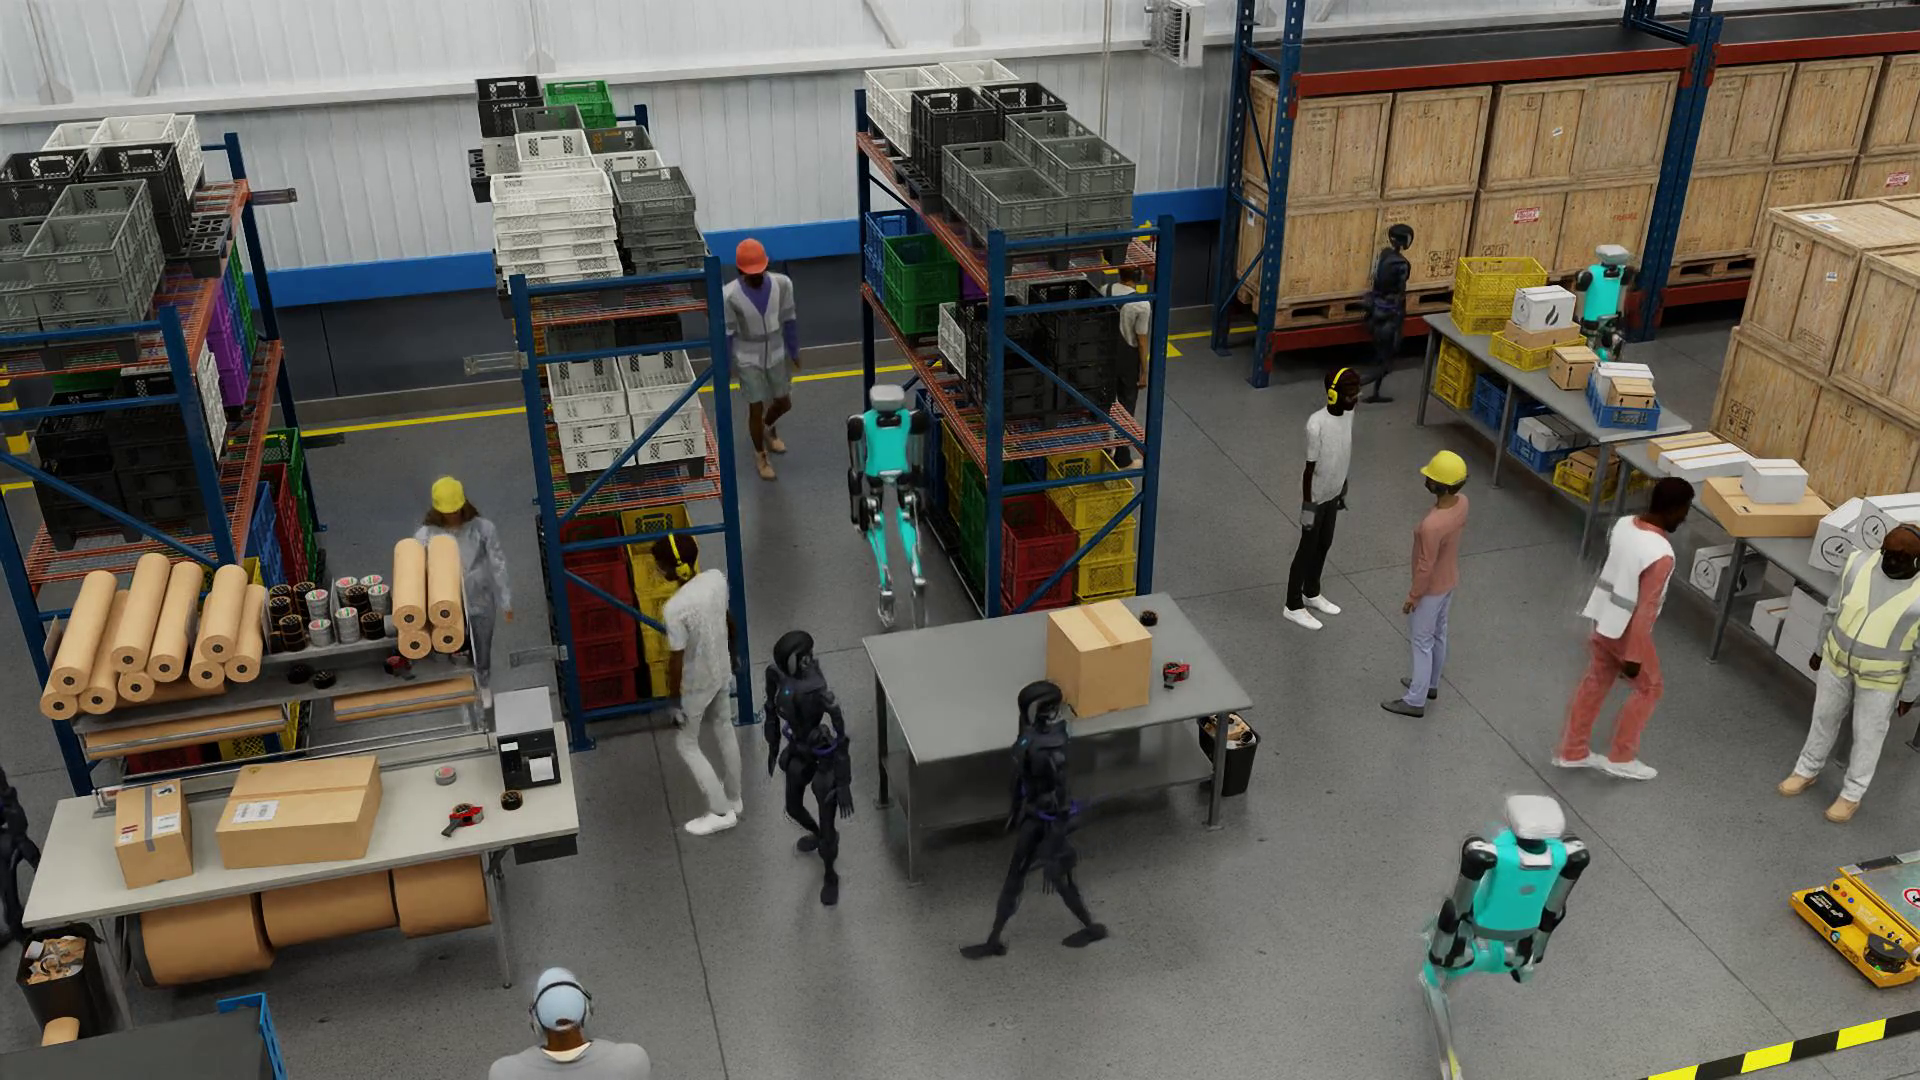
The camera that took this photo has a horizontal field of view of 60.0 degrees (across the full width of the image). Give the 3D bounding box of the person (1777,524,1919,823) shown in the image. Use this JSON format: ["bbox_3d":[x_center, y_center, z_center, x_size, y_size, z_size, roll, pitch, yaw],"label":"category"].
[{"bbox_3d":[5.027,0.722,9.230,0.429,1.834,0.631,-17,33,-28],"label":"person"}]

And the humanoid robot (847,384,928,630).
[{"bbox_3d":[-0.386,-0.048,10.736,0.547,1.766,0.947,-8,30,-14],"label":"humanoid robot"}]

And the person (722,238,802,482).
[{"bbox_3d":[-1.567,-1.438,12.977,0.646,2.012,0.669,-13,31,-22],"label":"person"}]

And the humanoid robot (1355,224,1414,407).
[{"bbox_3d":[3.563,-1.909,14.185,0.477,1.644,0.612,-5,29,-9],"label":"humanoid robot"}]

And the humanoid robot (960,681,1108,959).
[{"bbox_3d":[0.393,1.416,8.178,0.786,1.626,0.592,-11,31,-20],"label":"humanoid robot"}]

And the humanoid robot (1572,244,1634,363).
[{"bbox_3d":[5.148,-1.434,13.254,0.542,1.777,0.904,-12,31,-21],"label":"humanoid robot"}]

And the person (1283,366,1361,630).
[{"bbox_3d":[2.420,-0.283,11.030,0.497,1.861,0.331,-25,38,-38],"label":"person"}]

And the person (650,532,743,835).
[{"bbox_3d":[-1.408,0.763,9.142,0.384,1.852,0.619,16,33,26],"label":"person"}]

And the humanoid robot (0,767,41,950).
[{"bbox_3d":[-4.783,1.439,8.077,0.596,1.642,0.473,-4,29,-8],"label":"humanoid robot"}]

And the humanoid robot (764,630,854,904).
[{"bbox_3d":[-0.746,1.130,8.652,0.612,1.644,0.479,22,36,34],"label":"humanoid robot"}]

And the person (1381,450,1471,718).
[{"bbox_3d":[2.859,0.263,10.123,0.304,1.772,0.524,20,34,31],"label":"person"}]

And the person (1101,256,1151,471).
[{"bbox_3d":[1.283,-1.389,13.068,0.347,1.839,0.498,-23,36,-36],"label":"person"}]

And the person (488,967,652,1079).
[{"bbox_3d":[-1.408,2.338,6.263,0.598,1.850,0.386,-5,29,-9],"label":"person"}]

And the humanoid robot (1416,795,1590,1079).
[{"bbox_3d":[2.318,1.726,7.562,0.559,1.812,0.941,-2,29,-4],"label":"humanoid robot"}]

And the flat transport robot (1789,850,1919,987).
[{"bbox_3d":[5.163,1.916,8.676,1.431,0.231,0.659,-8,30,-14],"label":"flat transport robot"}]

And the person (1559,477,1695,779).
[{"bbox_3d":[3.877,0.515,9.554,0.660,1.877,0.644,-3,29,-6],"label":"person"}]

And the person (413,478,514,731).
[{"bbox_3d":[-2.931,0.402,9.938,0.506,1.691,0.889,-12,31,-21],"label":"person"}]
